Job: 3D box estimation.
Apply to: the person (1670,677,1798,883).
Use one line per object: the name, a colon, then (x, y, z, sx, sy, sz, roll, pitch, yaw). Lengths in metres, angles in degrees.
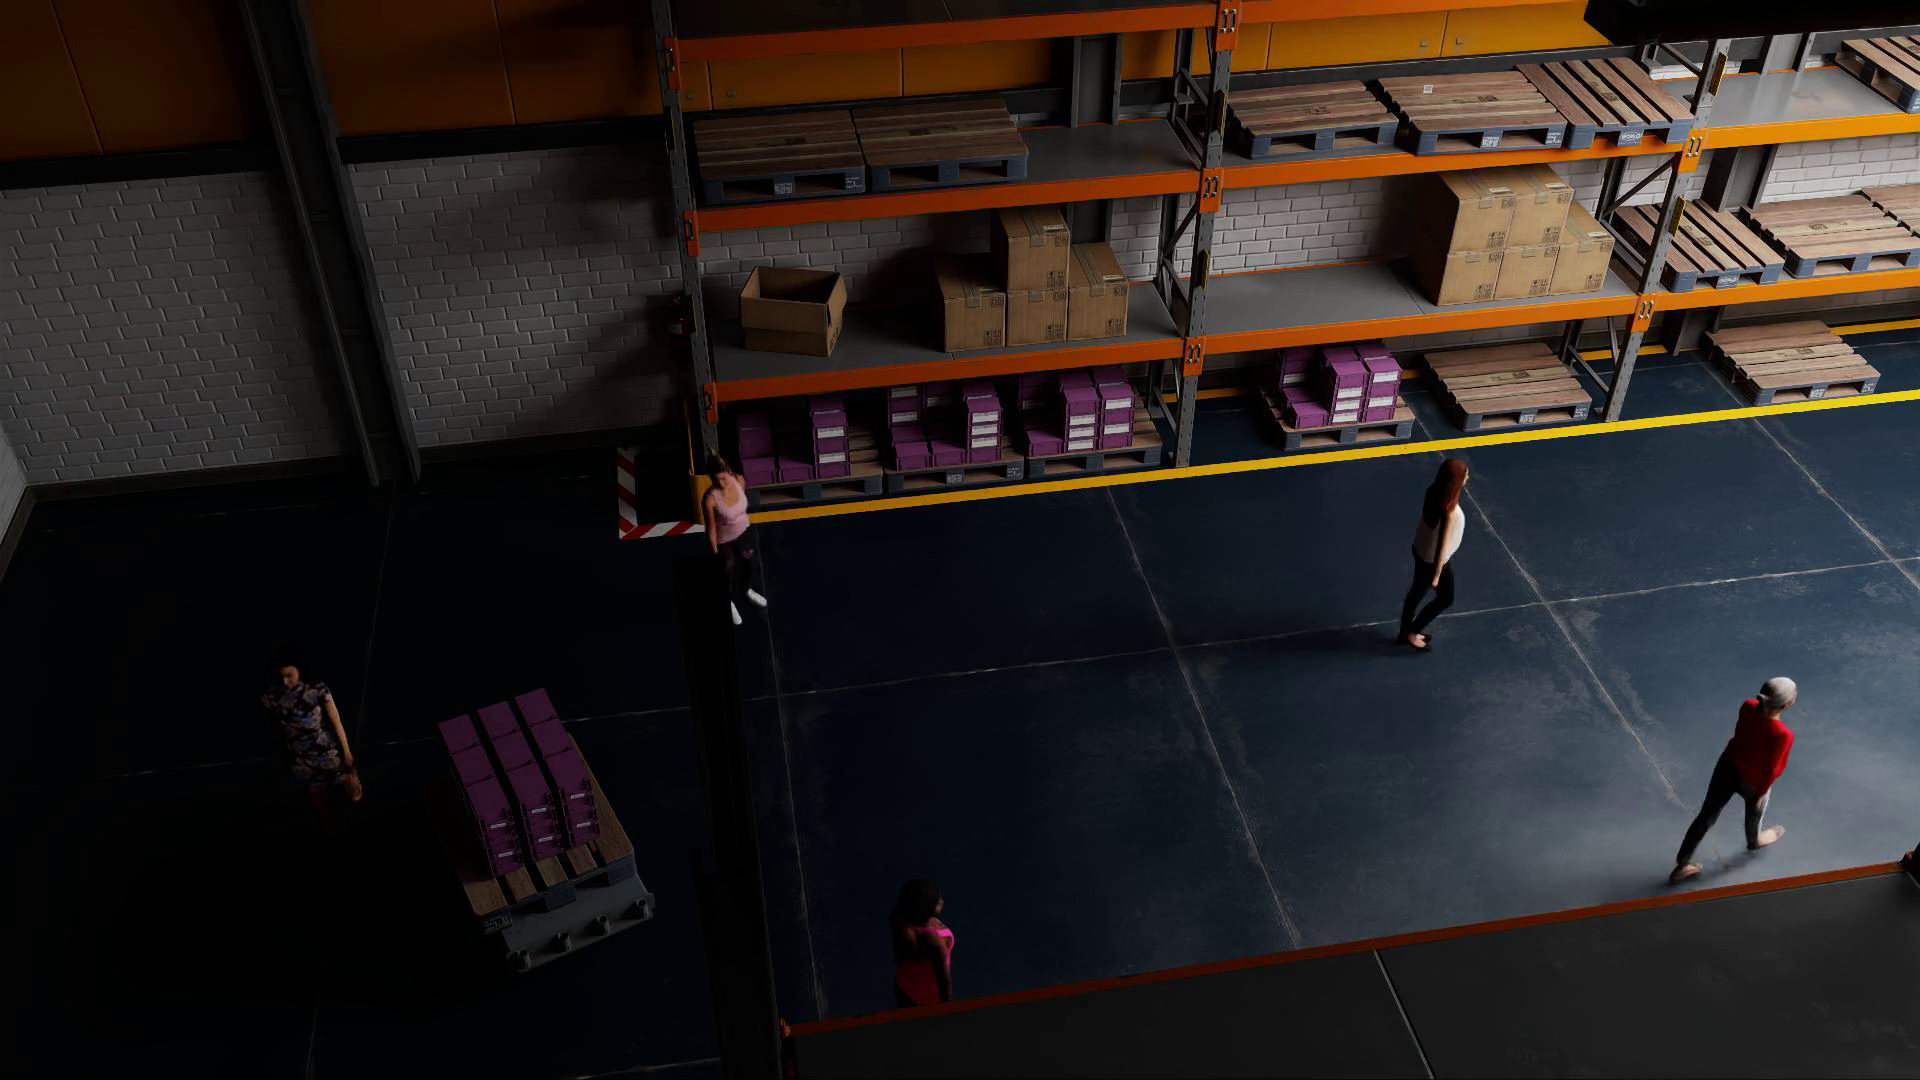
person: (4.814, 1.530, 10.394, 1.150, 1.648, 0.764, -16, 41, -19)

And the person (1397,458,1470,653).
person: (3.358, 0.117, 12.111, 0.568, 1.713, 0.587, -3, 39, -3)

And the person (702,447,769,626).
person: (-1.742, -0.052, 12.391, 0.808, 1.628, 0.715, 22, 43, 25)

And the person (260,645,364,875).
person: (-4.085, 1.306, 10.620, 0.873, 1.716, 0.660, -4, 39, -5)

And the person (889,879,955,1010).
person: (-0.217, 2.482, 9.141, 0.691, 1.725, 0.656, -30, 47, -32)
